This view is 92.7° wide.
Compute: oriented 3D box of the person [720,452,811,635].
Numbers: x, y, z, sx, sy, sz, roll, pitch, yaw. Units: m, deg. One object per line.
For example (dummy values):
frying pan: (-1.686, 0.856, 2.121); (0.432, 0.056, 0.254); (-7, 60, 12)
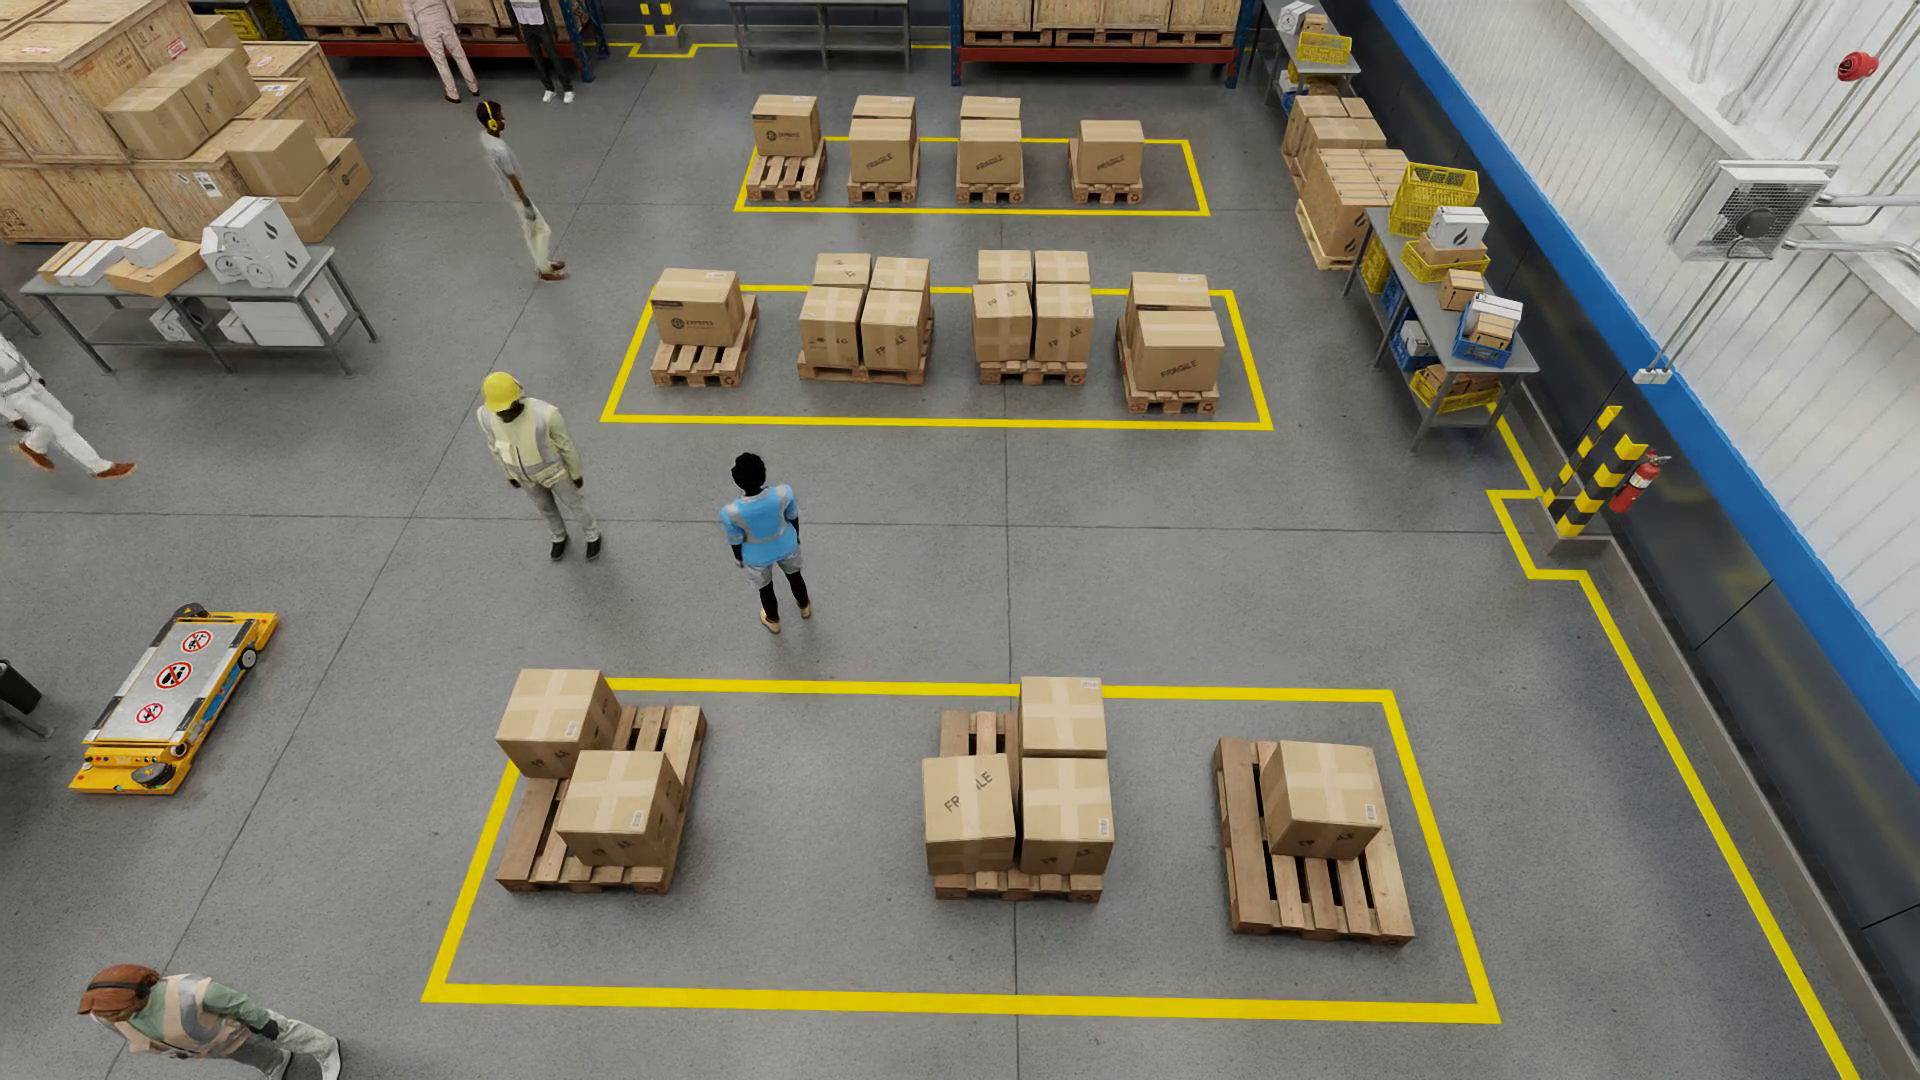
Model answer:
person: (-1.334, 0.047, 6.380); (0.532, 1.697, 0.320); (-24, 54, -19)

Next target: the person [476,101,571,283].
person: (-4.437, -3.496, 9.280); (0.359, 1.859, 0.520); (-33, 57, -25)

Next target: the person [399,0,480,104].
person: (-6.902, -6.769, 12.013); (0.654, 1.906, 0.407); (-37, 59, -27)

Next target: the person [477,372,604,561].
person: (-3.104, -0.520, 6.782); (0.582, 1.823, 0.403); (0, 50, 0)

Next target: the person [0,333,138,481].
person: (-7.598, -1.172, 7.310); (0.714, 1.860, 0.611); (-12, 51, -10)

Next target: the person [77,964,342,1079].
person: (-3.597, 2.378, 4.445); (0.514, 1.641, 0.308); (-11, 51, -9)

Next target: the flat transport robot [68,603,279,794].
flat transport robot: (-5.504, 1.072, 6.442); (0.652, 0.197, 1.431); (1, 50, 1)

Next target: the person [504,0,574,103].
person: (-5.582, -6.752, 12.002); (0.597, 1.906, 0.401); (3, 50, 3)
